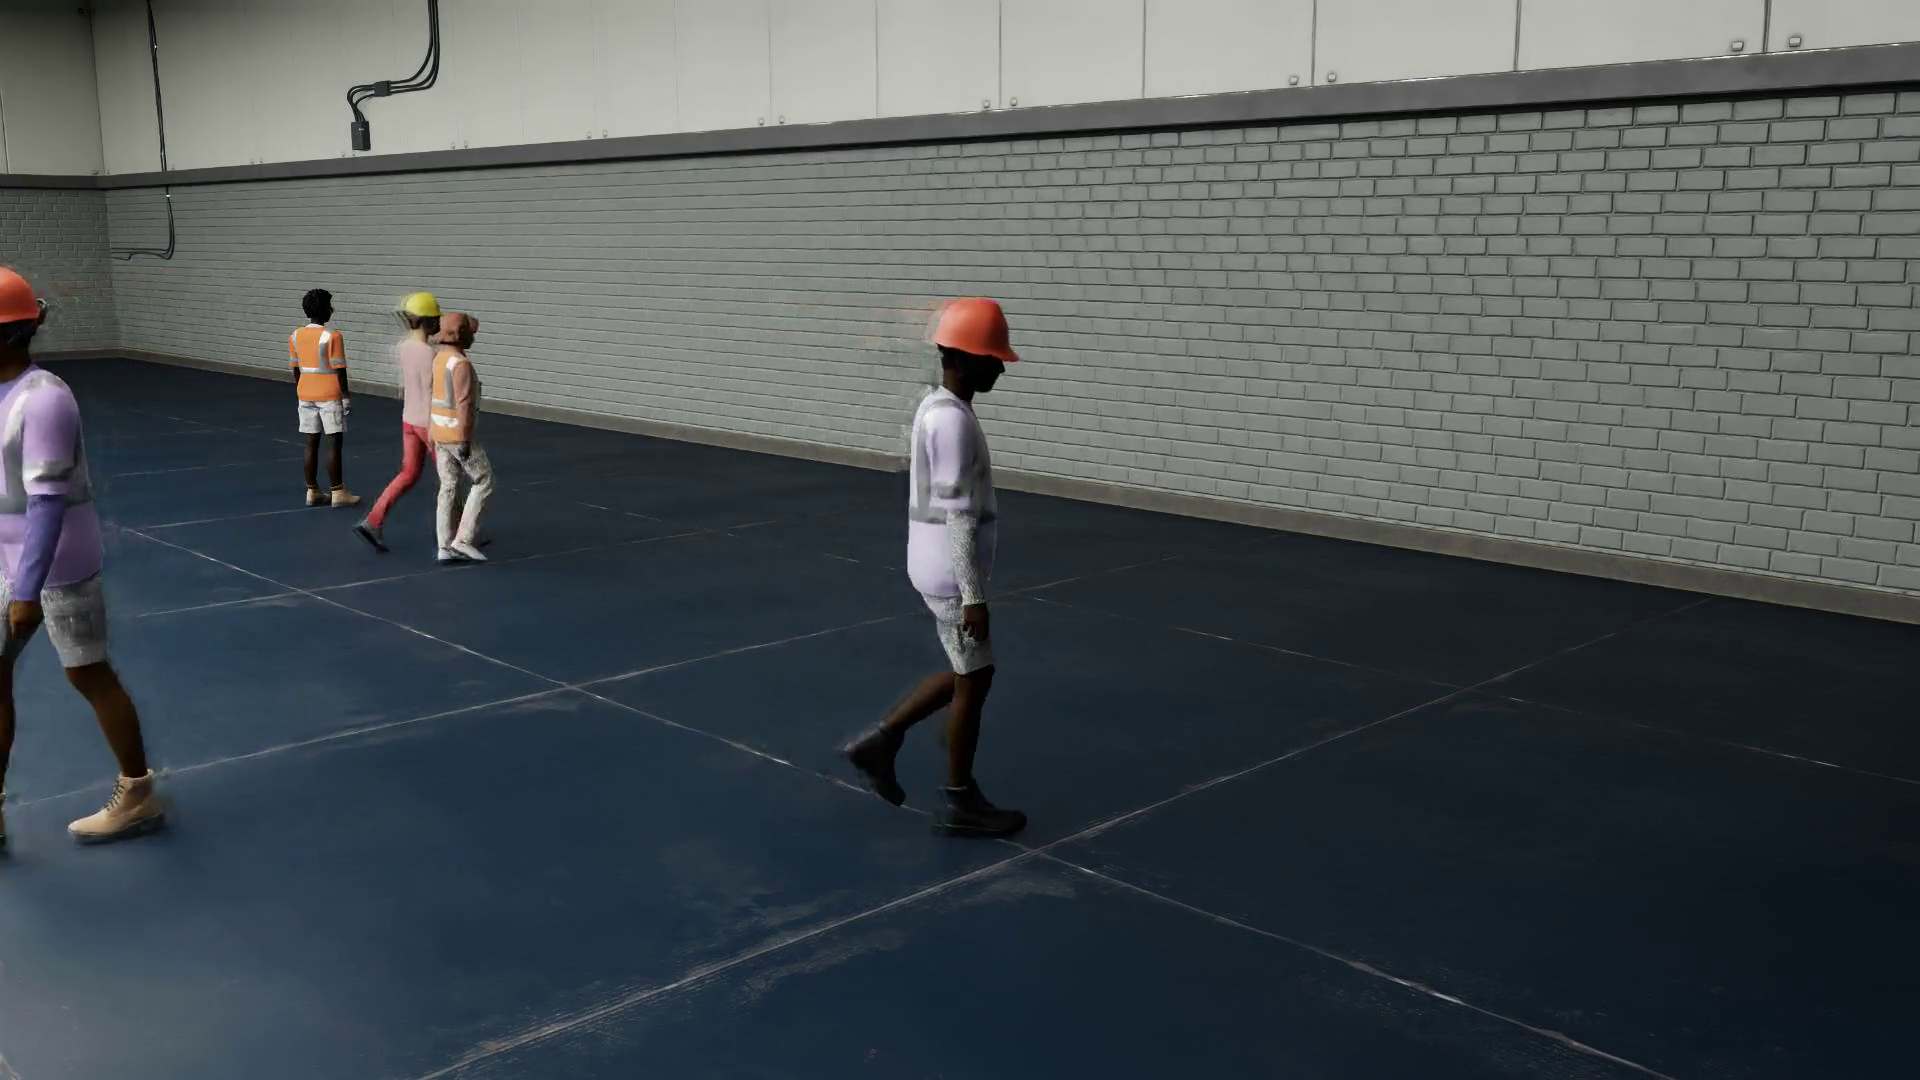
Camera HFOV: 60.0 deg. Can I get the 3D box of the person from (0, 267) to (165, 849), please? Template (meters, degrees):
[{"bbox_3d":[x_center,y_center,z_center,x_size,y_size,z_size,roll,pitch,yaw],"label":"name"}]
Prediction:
[{"bbox_3d":[-3.214,0.097,5.599,0.657,2.001,0.935,10,14,44],"label":"person"}]

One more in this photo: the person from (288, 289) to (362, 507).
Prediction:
[{"bbox_3d":[-4.981,-1.110,13.019,0.540,1.696,0.315,5,11,24],"label":"person"}]

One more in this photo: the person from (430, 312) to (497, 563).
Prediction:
[{"bbox_3d":[-3.225,-0.656,10.735,0.417,1.622,0.537,-8,13,-37],"label":"person"}]

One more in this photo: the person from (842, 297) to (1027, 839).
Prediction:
[{"bbox_3d":[-0.074,0.109,5.820,0.572,1.908,0.545,0,10,-2],"label":"person"}]

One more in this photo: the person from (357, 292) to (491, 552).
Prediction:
[{"bbox_3d":[-3.640,-0.786,11.150,0.810,1.741,0.529,-9,14,-40],"label":"person"}]
